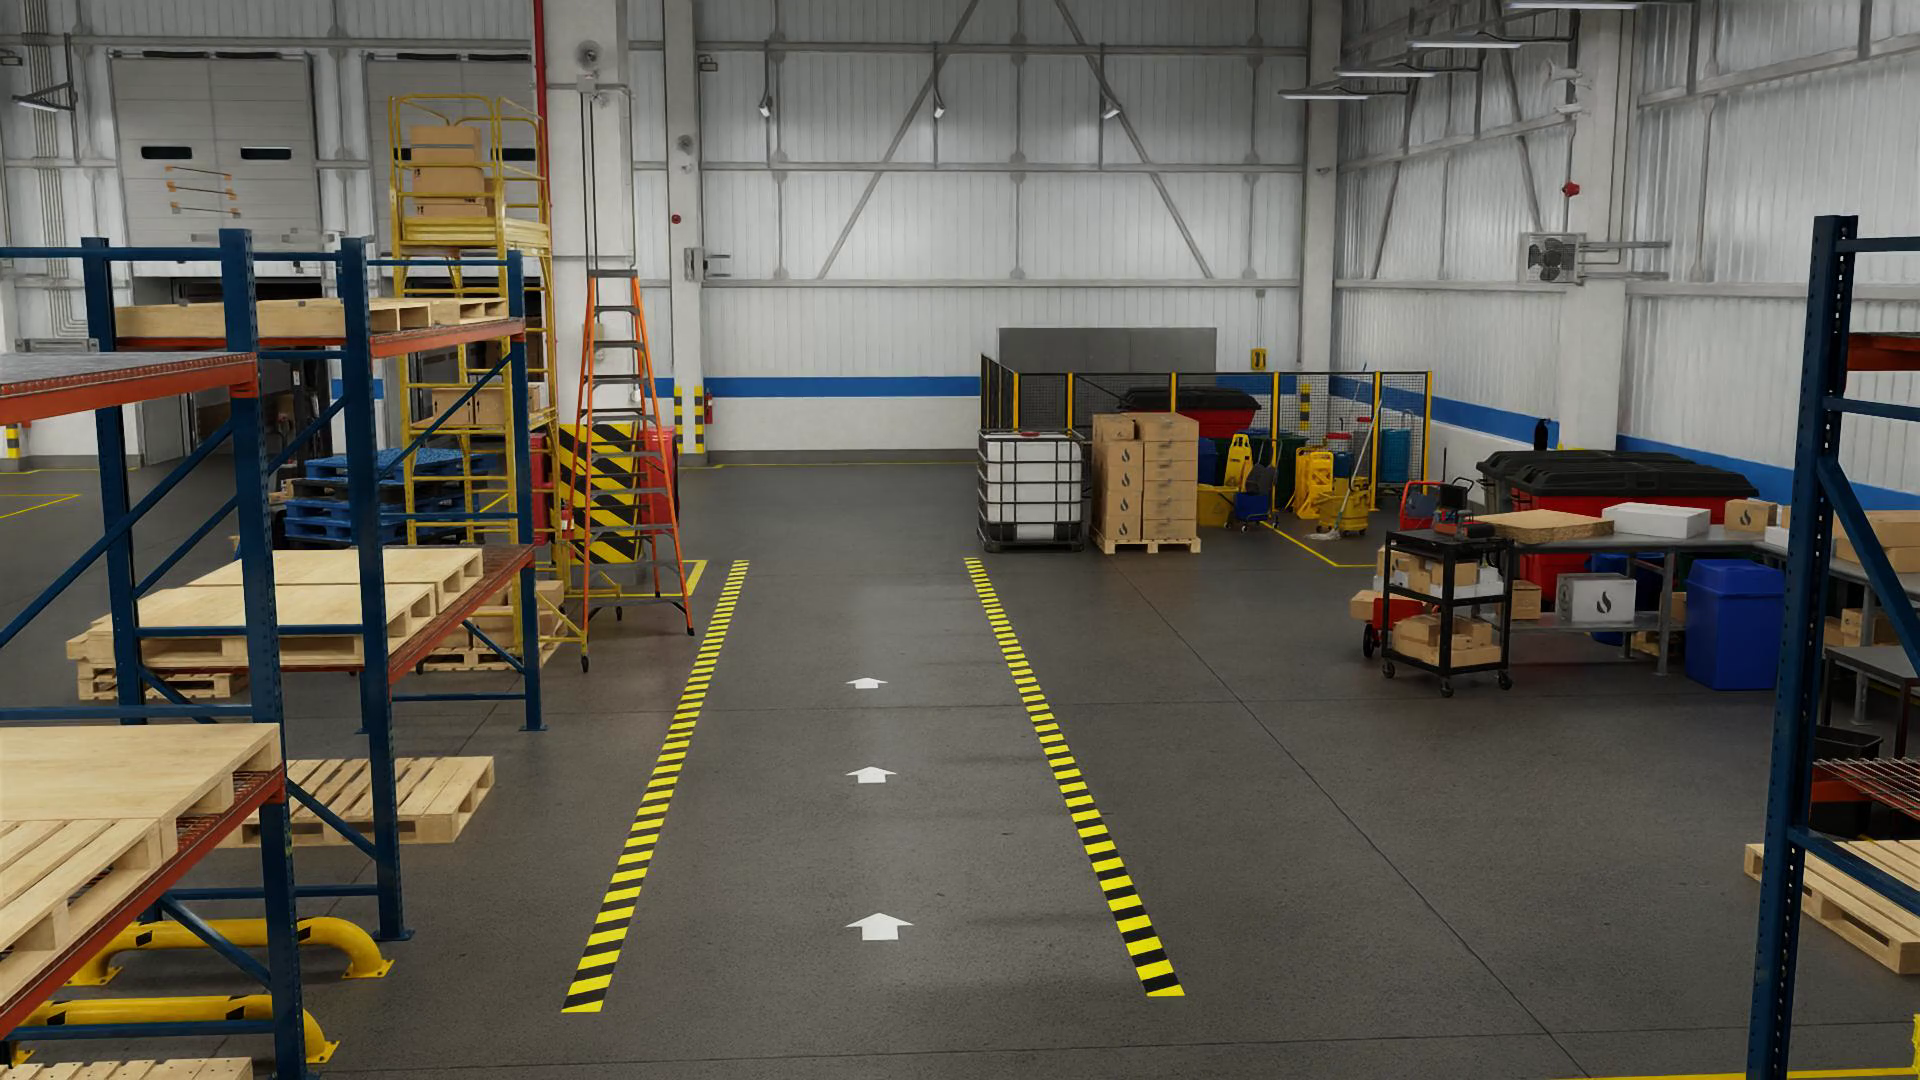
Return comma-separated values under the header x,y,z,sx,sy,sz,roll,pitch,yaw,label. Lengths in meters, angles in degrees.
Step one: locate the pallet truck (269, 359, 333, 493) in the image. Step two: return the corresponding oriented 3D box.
x,y,z,sx,sy,sz,roll,pitch,yaw,label
-7.062,-1.131,18.996,1.885,1.965,0.823,2,9,13,pallet truck
